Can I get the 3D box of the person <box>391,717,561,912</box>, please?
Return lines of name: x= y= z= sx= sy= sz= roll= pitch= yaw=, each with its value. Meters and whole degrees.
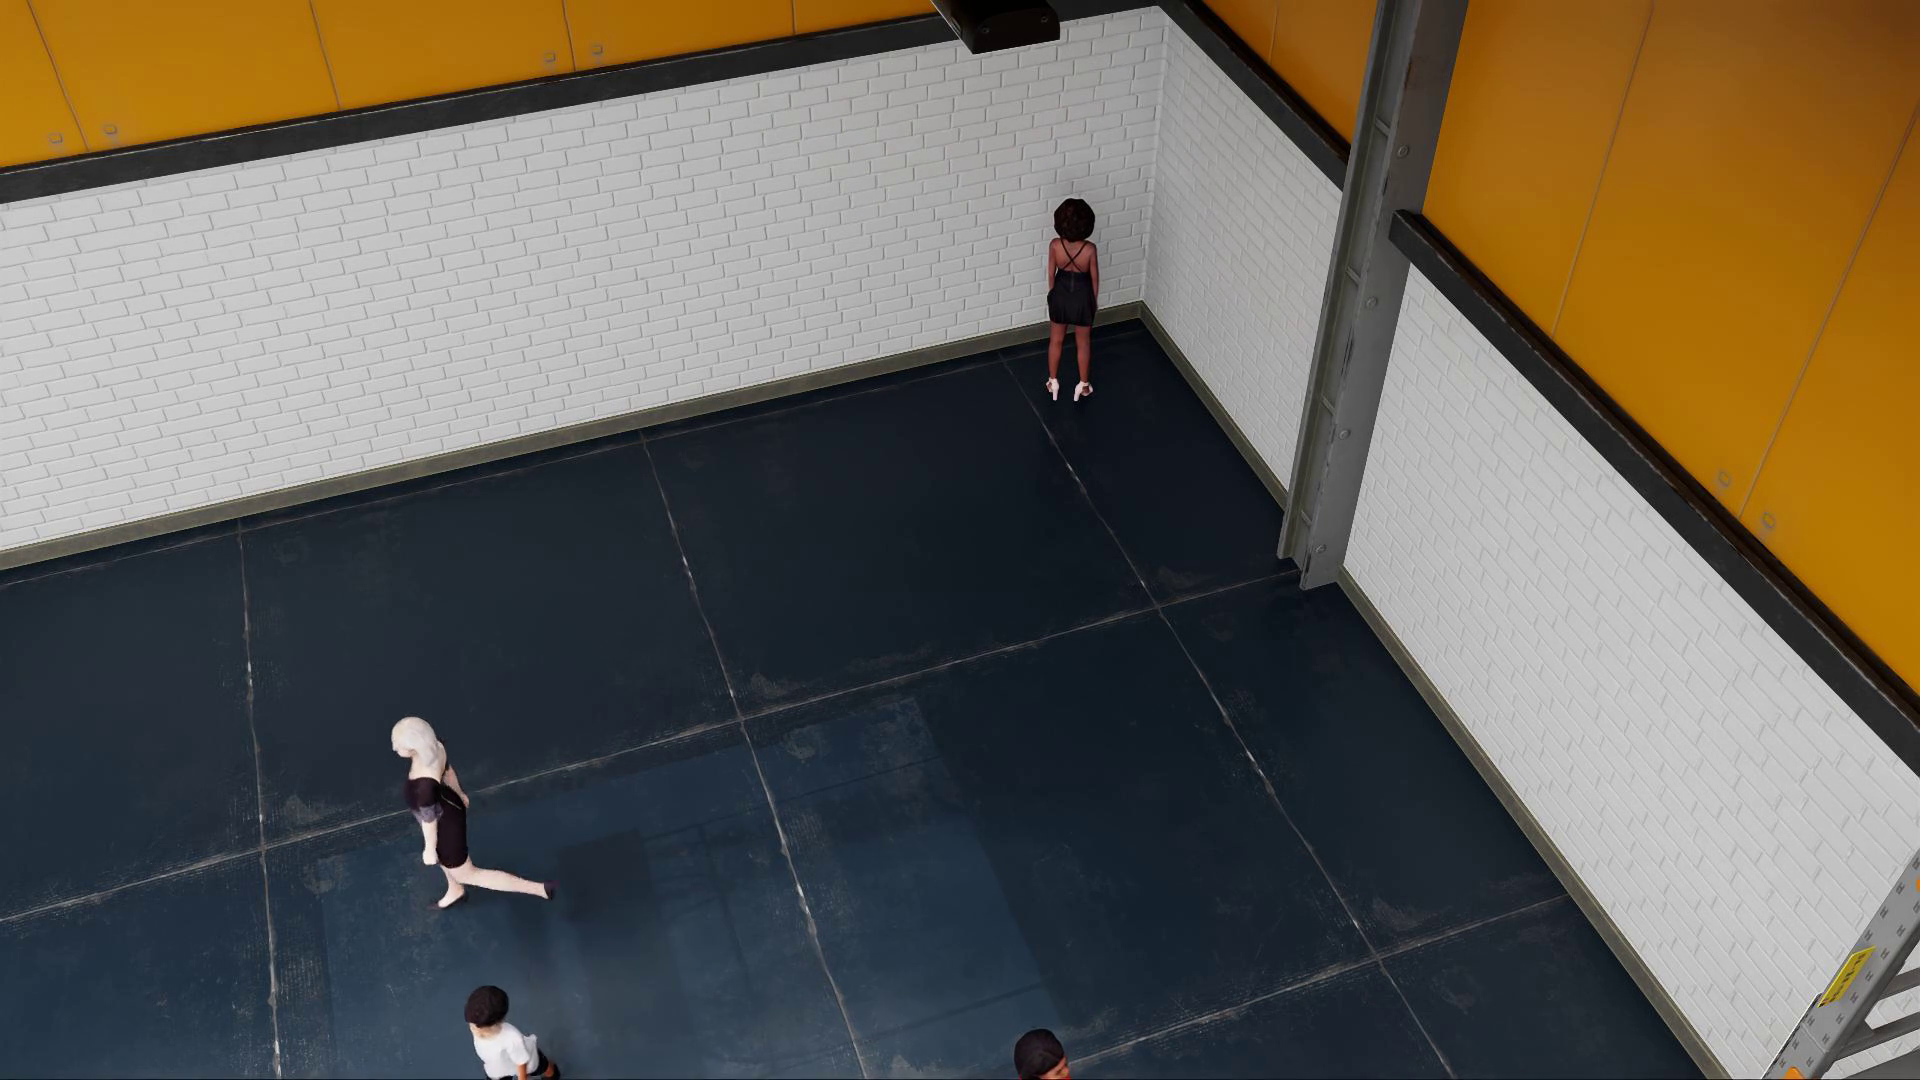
person: x=-2.738 y=1.578 z=9.157 sx=0.708 sy=1.804 sz=0.978 roll=-7 pitch=44 yaw=-7

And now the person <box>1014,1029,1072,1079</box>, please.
person: x=0.366 y=2.834 z=7.882 sx=0.704 sy=1.744 sz=0.612 roll=11 pitch=45 yaw=12

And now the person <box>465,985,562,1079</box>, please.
person: x=-2.268 y=2.591 z=8.519 sx=0.838 sy=1.217 sz=0.904 roll=18 pitch=46 yaw=18

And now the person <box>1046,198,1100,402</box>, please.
person: x=0.857 y=-1.815 z=12.729 sx=0.643 sy=1.790 sz=0.676 roll=8 pitch=44 yaw=8
